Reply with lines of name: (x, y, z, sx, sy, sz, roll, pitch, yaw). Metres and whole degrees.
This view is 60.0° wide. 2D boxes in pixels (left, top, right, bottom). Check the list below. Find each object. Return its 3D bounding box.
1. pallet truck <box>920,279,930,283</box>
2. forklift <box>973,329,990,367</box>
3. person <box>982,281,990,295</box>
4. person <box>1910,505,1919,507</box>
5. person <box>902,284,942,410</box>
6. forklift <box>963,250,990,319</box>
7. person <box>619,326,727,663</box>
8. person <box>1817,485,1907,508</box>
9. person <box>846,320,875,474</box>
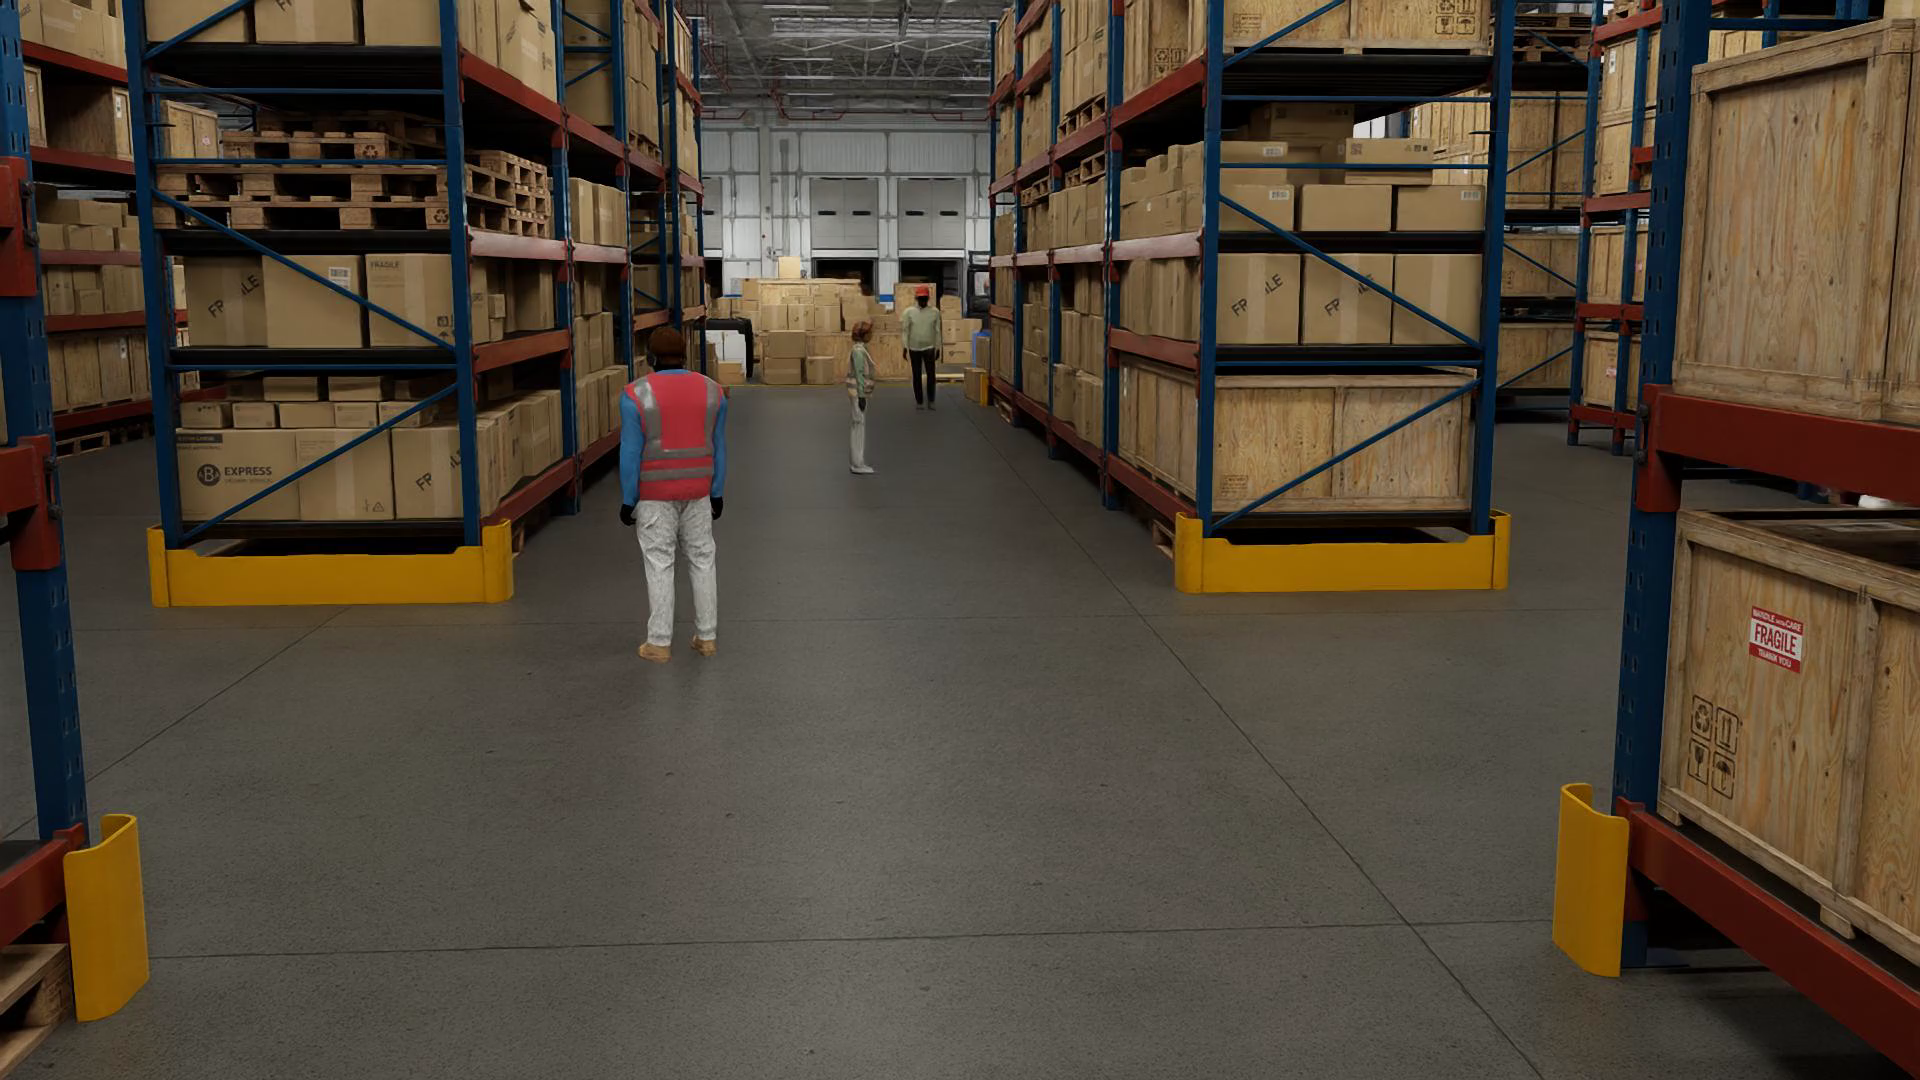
pallet truck: (-0.932, -8.922, 63.114, 1.885, 1.965, 0.823, 2, 9, 13)
forklift: (1.196, -4.174, 30.542, 1.873, 2.768, 1.129, -1, 9, -4)
person: (0.953, -8.900, 63.276, 0.930, 1.896, 0.574, 8, 12, 42)
person: (6.673, -0.580, 11.148, 0.764, 1.863, 0.659, 2, 9, 13)
person: (-0.596, -2.992, 25.950, 0.630, 1.965, 0.779, 0, 9, -2)
forklift: (0.693, -6.956, 48.005, 1.129, 2.768, 1.873, -1, 9, -7)
person: (-1.587, -0.250, 9.159, 0.633, 1.839, 0.429, -6, 11, -33)
person: (5.734, -0.330, 10.478, 0.889, 1.578, 0.492, 1, 9, 4)
person: (-1.063, -1.526, 17.802, 0.310, 1.636, 0.523, 0, 9, -3)
